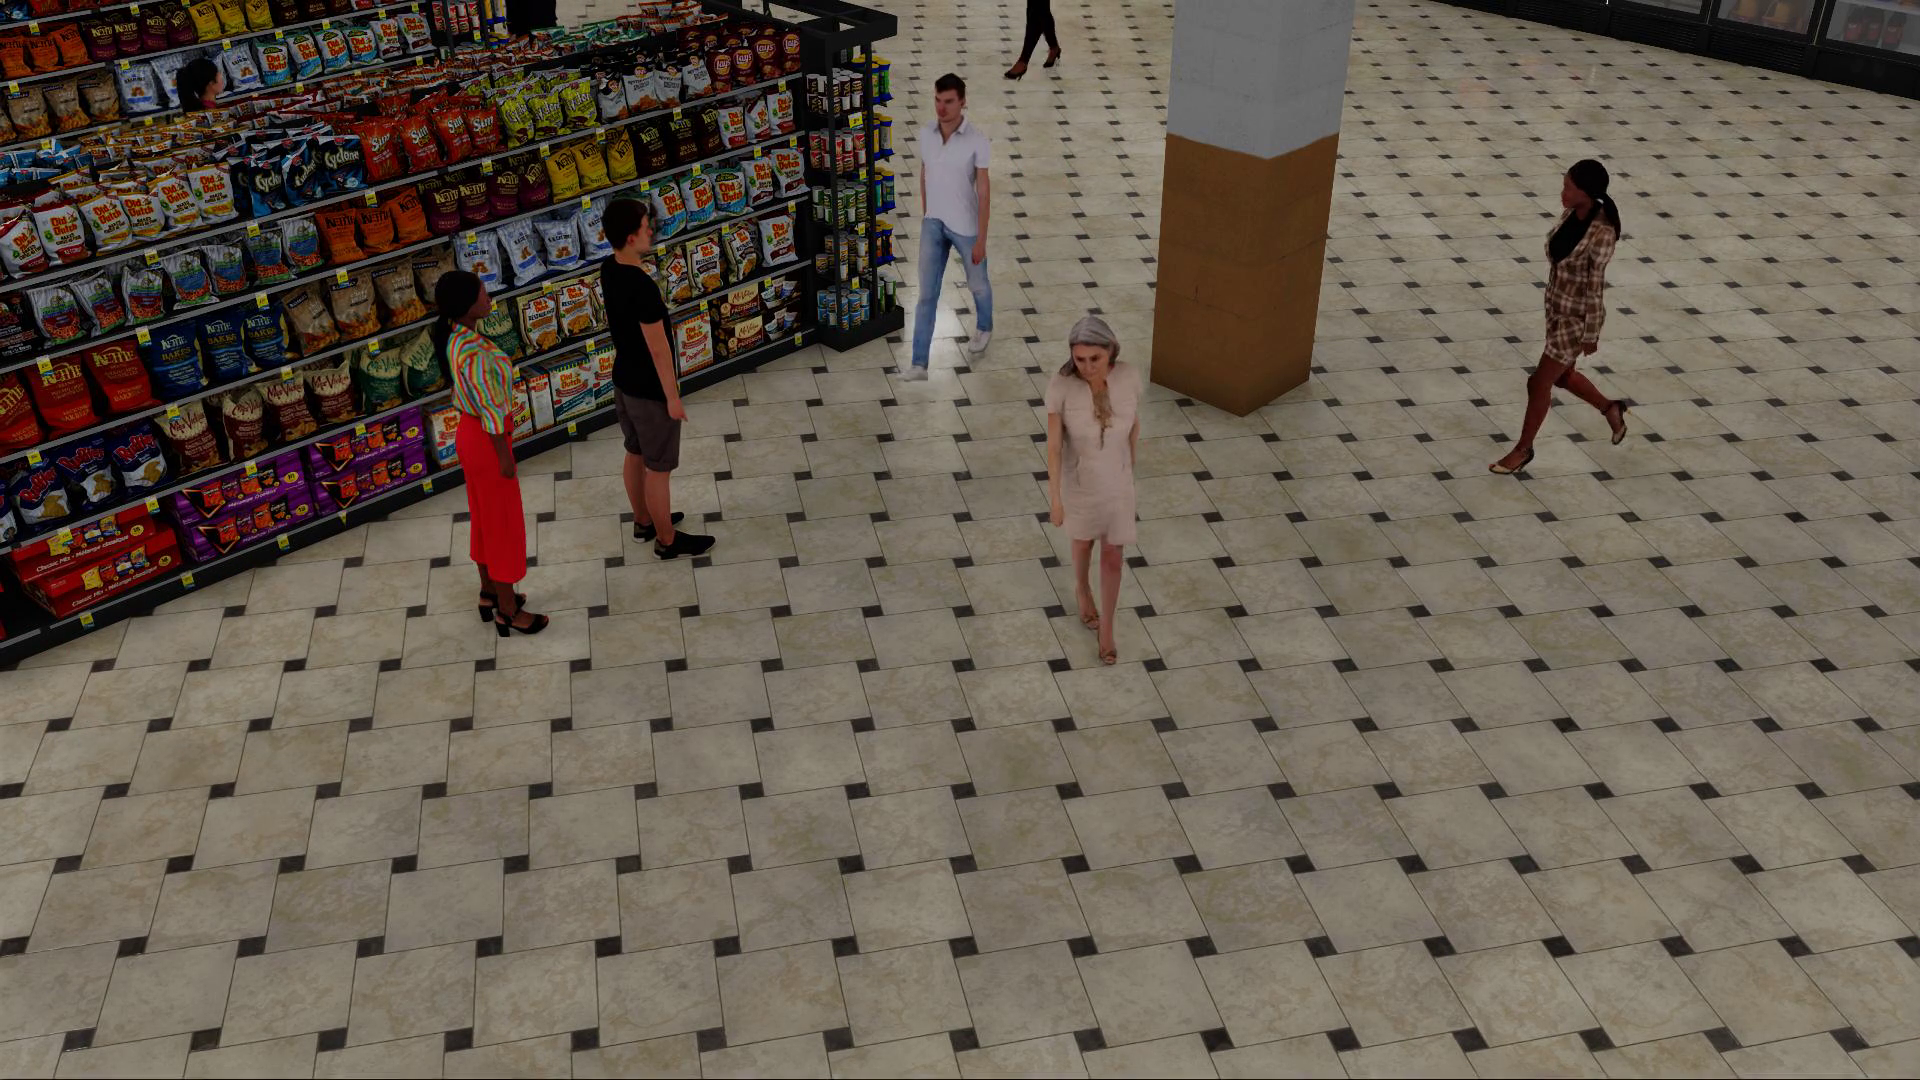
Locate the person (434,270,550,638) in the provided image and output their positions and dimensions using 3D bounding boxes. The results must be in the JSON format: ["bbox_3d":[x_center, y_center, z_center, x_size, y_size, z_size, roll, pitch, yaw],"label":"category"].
[{"bbox_3d":[-2.146,-0.382,7.538,0.584,1.792,0.635,-20,37,-29],"label":"person"}]

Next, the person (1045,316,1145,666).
[{"bbox_3d":[0.588,-0.265,7.444,0.868,1.692,0.904,-10,33,-15],"label":"person"}]

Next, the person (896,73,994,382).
[{"bbox_3d":[0.013,-1.869,9.926,0.950,1.794,1.313,15,35,22],"label":"person"}]

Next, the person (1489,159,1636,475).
[{"bbox_3d":[3.314,-1.138,8.785,1.156,1.759,1.014,-6,32,-9],"label":"person"}]

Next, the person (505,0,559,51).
[{"bbox_3d":[-3.554,-4.260,13.885,0.788,1.671,0.615,21,38,30],"label":"person"}]

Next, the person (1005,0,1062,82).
[{"bbox_3d":[0.785,-5.120,15.155,0.659,1.789,1.124,27,41,36],"label":"person"}]

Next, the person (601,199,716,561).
[{"bbox_3d":[-1.545,-0.774,8.102,0.630,1.862,0.703,-21,38,-30],"label":"person"}]
